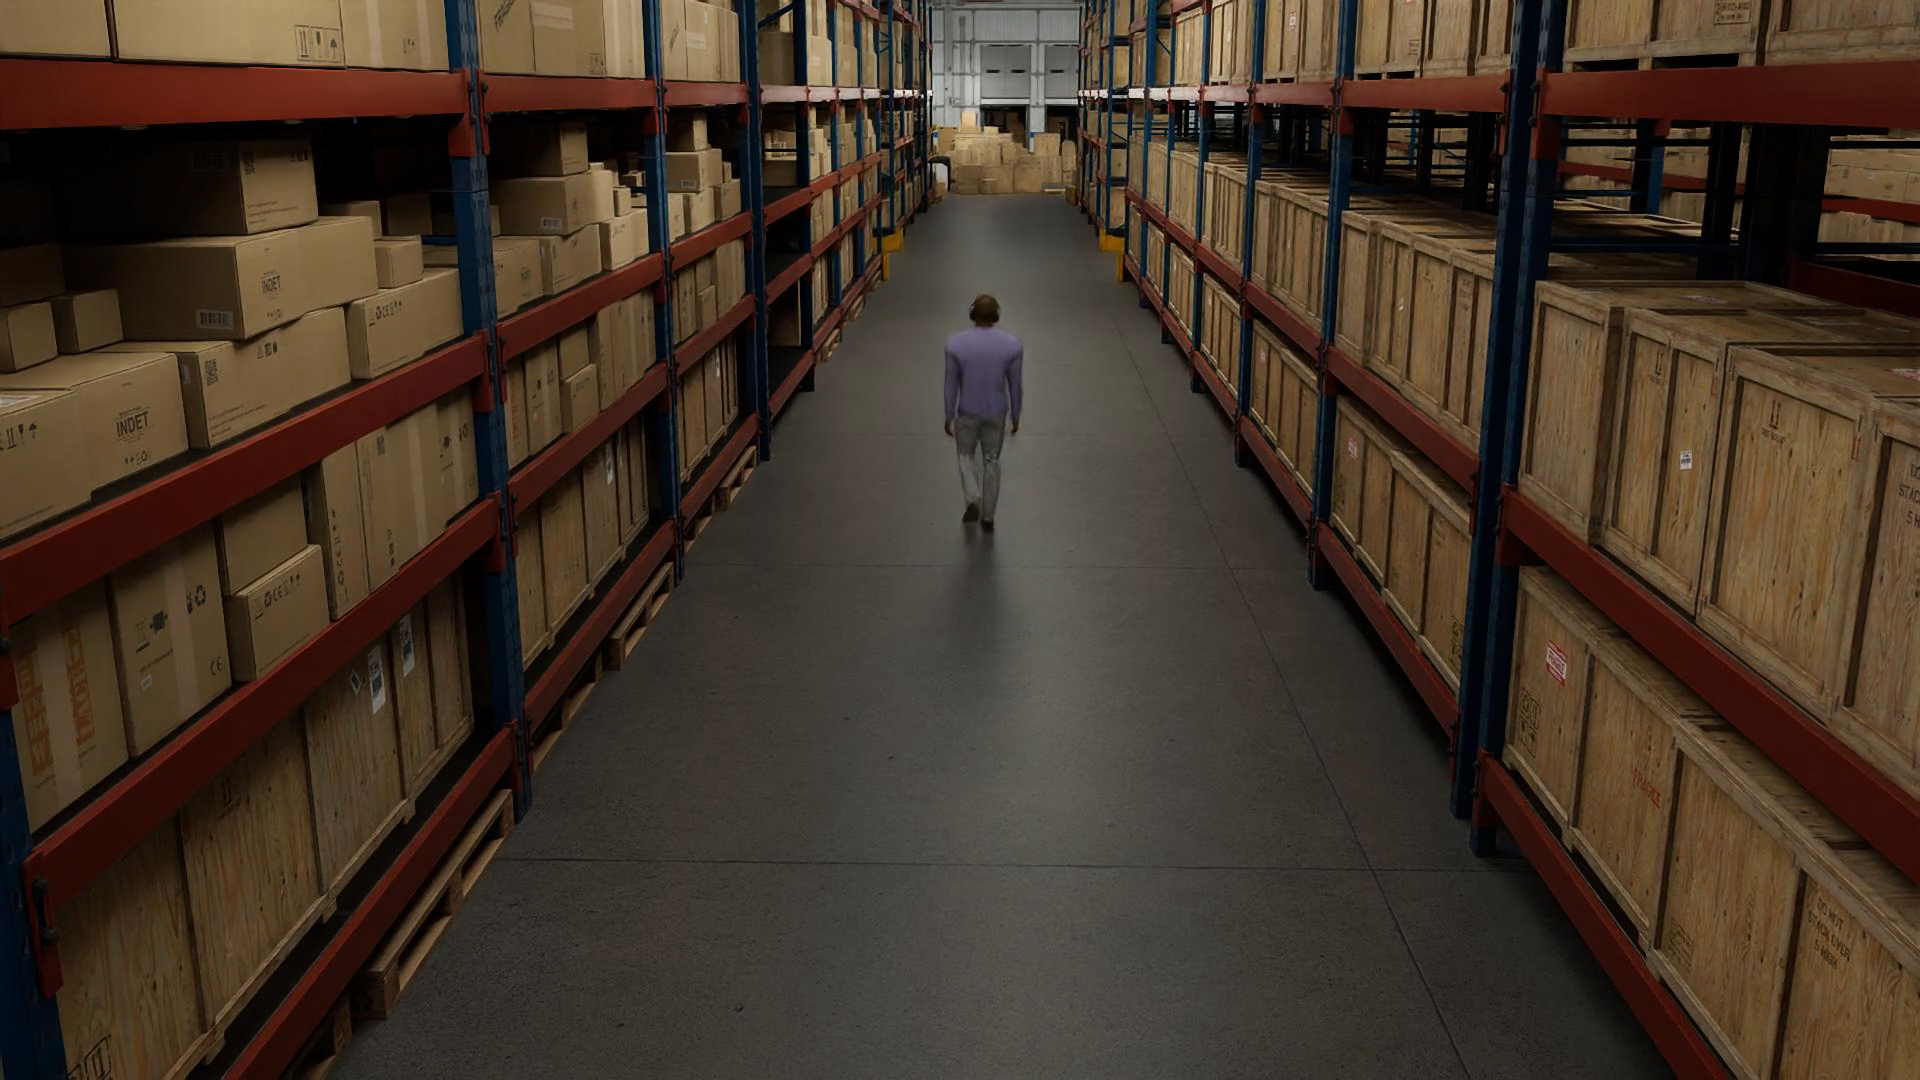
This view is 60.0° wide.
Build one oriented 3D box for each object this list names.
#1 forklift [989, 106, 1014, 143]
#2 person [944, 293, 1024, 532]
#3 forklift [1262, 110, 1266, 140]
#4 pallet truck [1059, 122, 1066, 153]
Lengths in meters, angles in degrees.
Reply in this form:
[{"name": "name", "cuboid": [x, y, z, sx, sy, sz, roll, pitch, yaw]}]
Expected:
[{"name": "forklift", "cuboid": [1.901, -20.054, 82.405, 1.129, 2.768, 1.873, 7, 17, 24]}, {"name": "person", "cuboid": [0.189, -1.033, 13.450, 0.650, 1.917, 0.532, -1, 15, -4]}, {"name": "forklift", "cuboid": [11.770, -15.518, 65.529, 1.873, 2.768, 1.129, 0, 15, 1]}, {"name": "pallet truck", "cuboid": [5.788, -21.111, 88.014, 1.885, 1.965, 0.823, 5, 16, 18]}]
